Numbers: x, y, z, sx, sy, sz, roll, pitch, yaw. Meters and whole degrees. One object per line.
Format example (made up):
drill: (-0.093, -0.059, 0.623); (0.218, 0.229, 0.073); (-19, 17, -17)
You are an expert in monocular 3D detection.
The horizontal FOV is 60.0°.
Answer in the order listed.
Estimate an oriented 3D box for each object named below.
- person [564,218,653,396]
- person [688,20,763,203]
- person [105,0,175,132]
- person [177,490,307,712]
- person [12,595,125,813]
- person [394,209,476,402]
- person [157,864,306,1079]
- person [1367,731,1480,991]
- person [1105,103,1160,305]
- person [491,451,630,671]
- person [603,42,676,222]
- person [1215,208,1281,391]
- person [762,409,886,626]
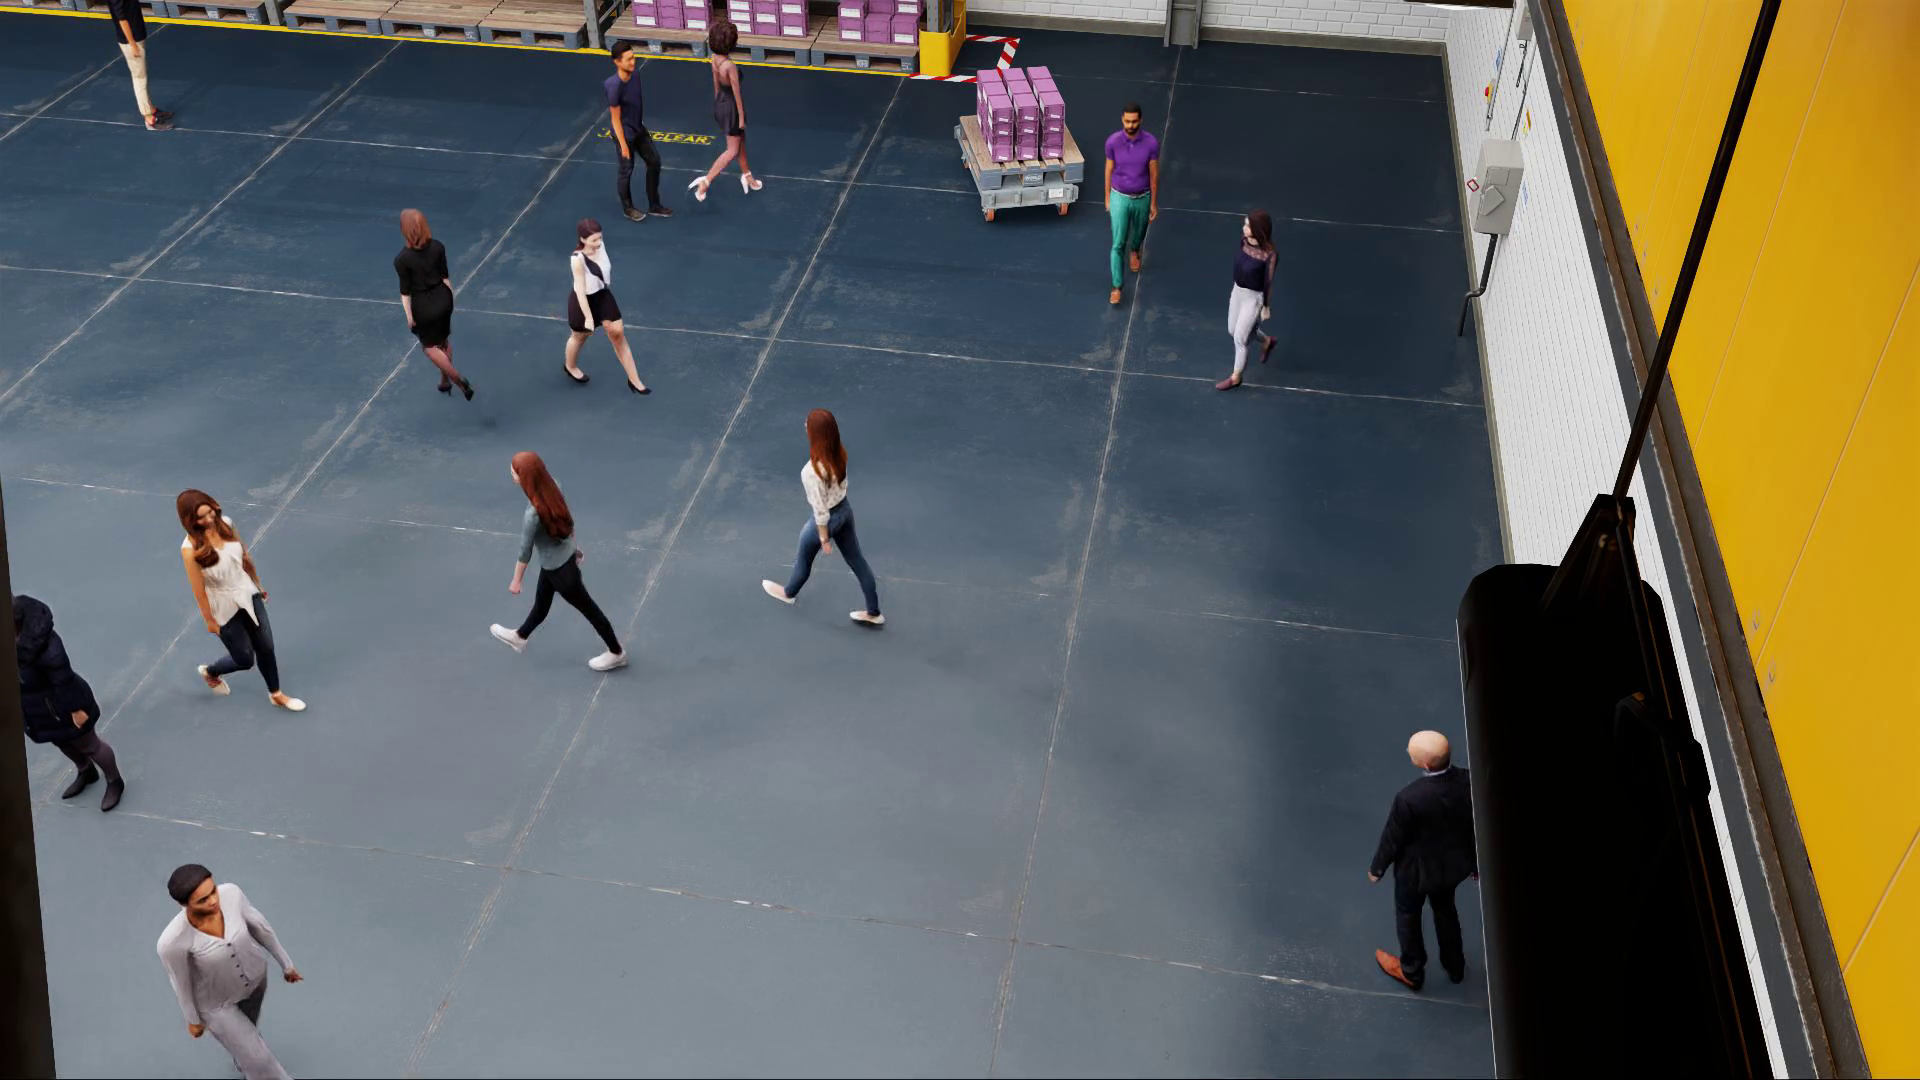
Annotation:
person: (-2.989, -1.861, 13.222); (1.121, 1.584, 0.792); (16, 41, 19)
person: (-2.254, -4.002, 15.762); (1.072, 1.759, 1.018); (-24, 44, -27)
person: (-8.550, -5.168, 17.143); (0.696, 1.859, 0.707); (-12, 40, -14)
person: (-4.563, 0.391, 10.256); (0.912, 1.766, 0.683); (11, 40, 13)
person: (-5.281, 0.915, 9.676); (0.622, 1.670, 0.763); (12, 40, 14)
person: (-4.094, -1.781, 13.036); (0.970, 1.689, 0.853); (31, 48, 32)
person: (-3.621, 2.149, 8.109); (1.141, 1.697, 0.858); (18, 42, 22)
person: (2.478, 1.709, 8.611); (0.792, 1.758, 0.951); (-2, 39, -3)
person: (1.506, -3.009, 14.536); (1.093, 1.738, 0.775); (2, 39, 3)
person: (-2.459, 0.192, 10.564); (1.145, 1.693, 0.619); (3, 39, 4)
person: (-3.153, -3.810, 15.510); (0.851, 1.774, 0.796); (17, 42, 20)
person: (2.370, -1.935, 13.309); (0.976, 1.590, 0.873); (-16, 41, -19)
person: (-0.773, -0.106, 10.944); (1.191, 1.683, 0.840); (19, 42, 22)
